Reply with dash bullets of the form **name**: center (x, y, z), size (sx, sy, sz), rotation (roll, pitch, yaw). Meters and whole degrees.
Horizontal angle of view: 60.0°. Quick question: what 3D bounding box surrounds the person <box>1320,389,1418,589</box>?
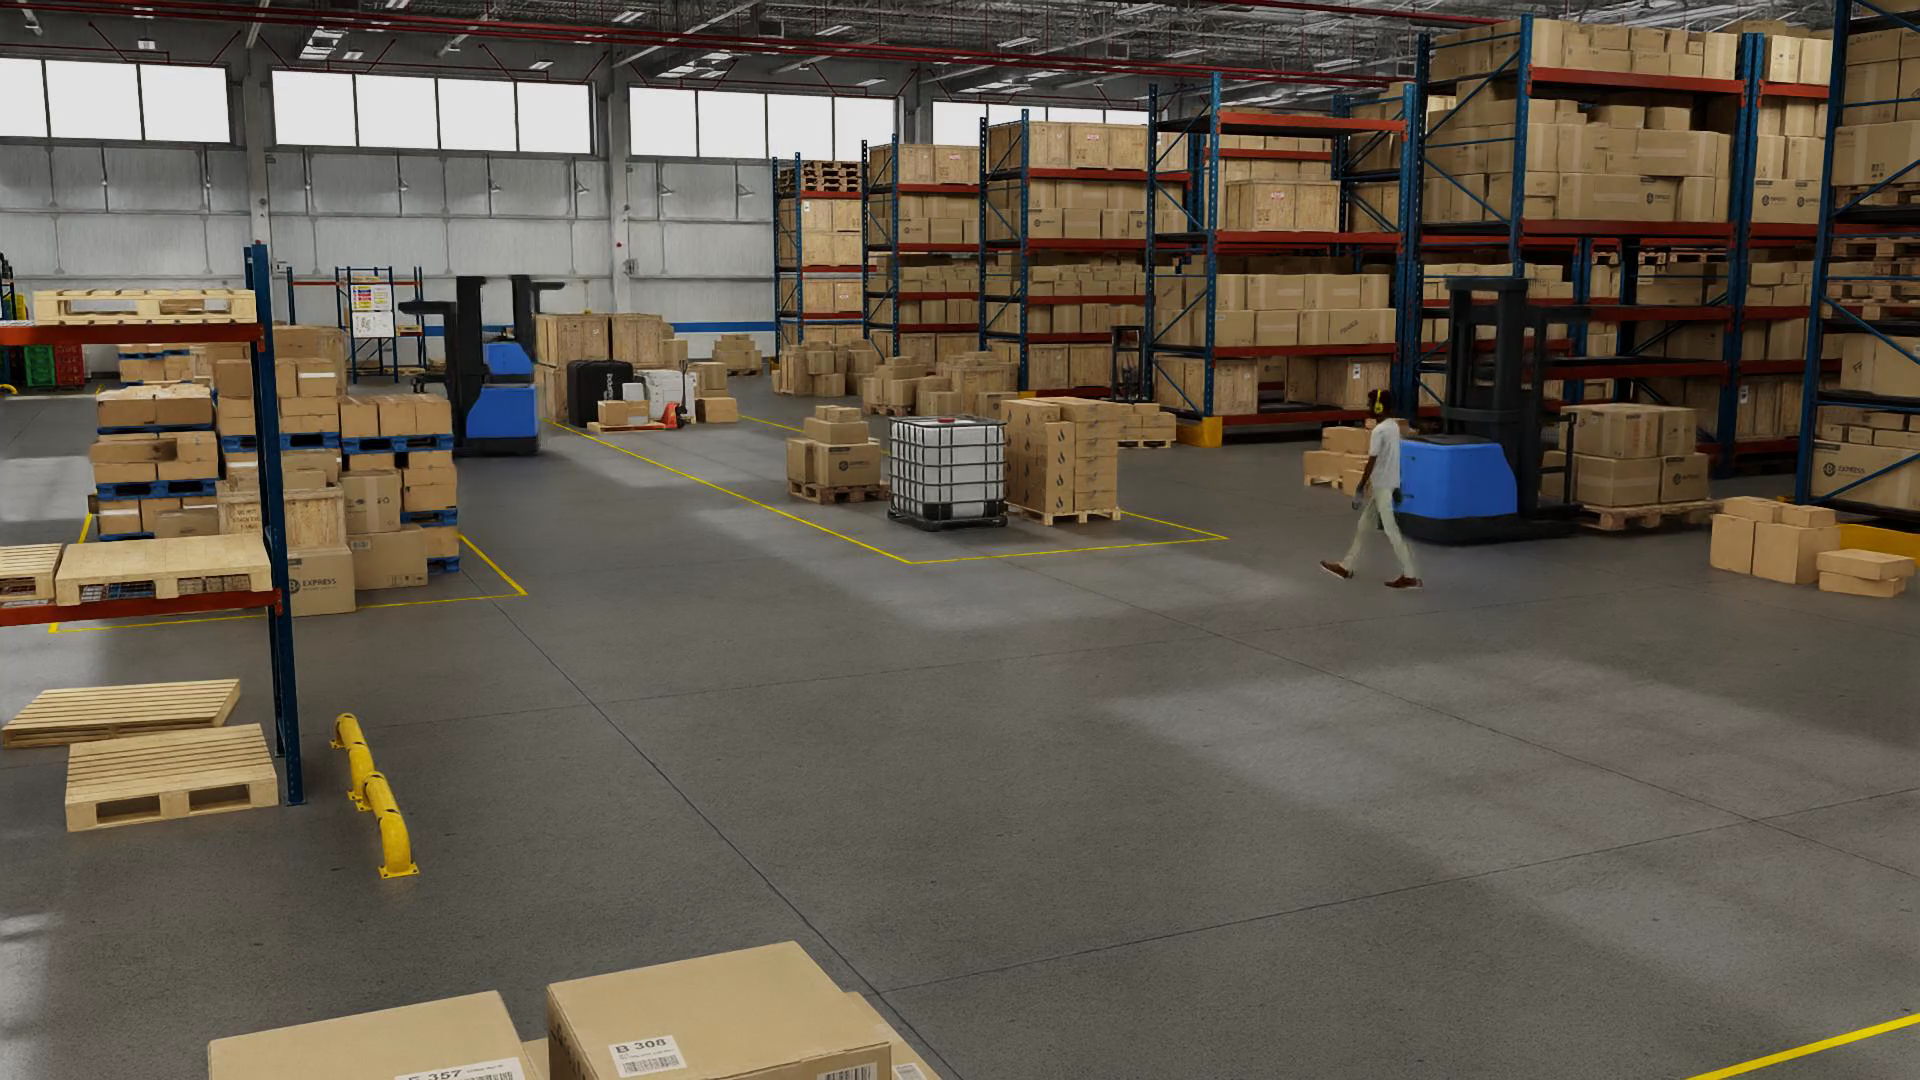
- **person**: center (3.809, -0.471, 15.289), size (0.961, 1.816, 0.529), rotation (5, 10, 29)

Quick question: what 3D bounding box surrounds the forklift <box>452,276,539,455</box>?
- **forklift**: center (-7.669, -2.760, 26.210), size (1.873, 2.768, 1.129), rotation (-2, 9, -12)

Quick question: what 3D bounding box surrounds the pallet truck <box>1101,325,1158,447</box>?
- **pallet truck**: center (2.881, -2.596, 27.923), size (0.823, 1.965, 1.885), rotation (-1, 9, -7)

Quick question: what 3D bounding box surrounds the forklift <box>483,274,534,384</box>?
- **forklift**: center (-11.198, -5.380, 42.467), size (1.873, 2.768, 1.129), rotation (-4, 10, -25)

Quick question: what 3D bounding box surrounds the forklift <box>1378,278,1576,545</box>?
- **forklift**: center (5.625, -1.439, 18.014), size (1.873, 2.768, 1.129), rotation (-4, 10, -25)
